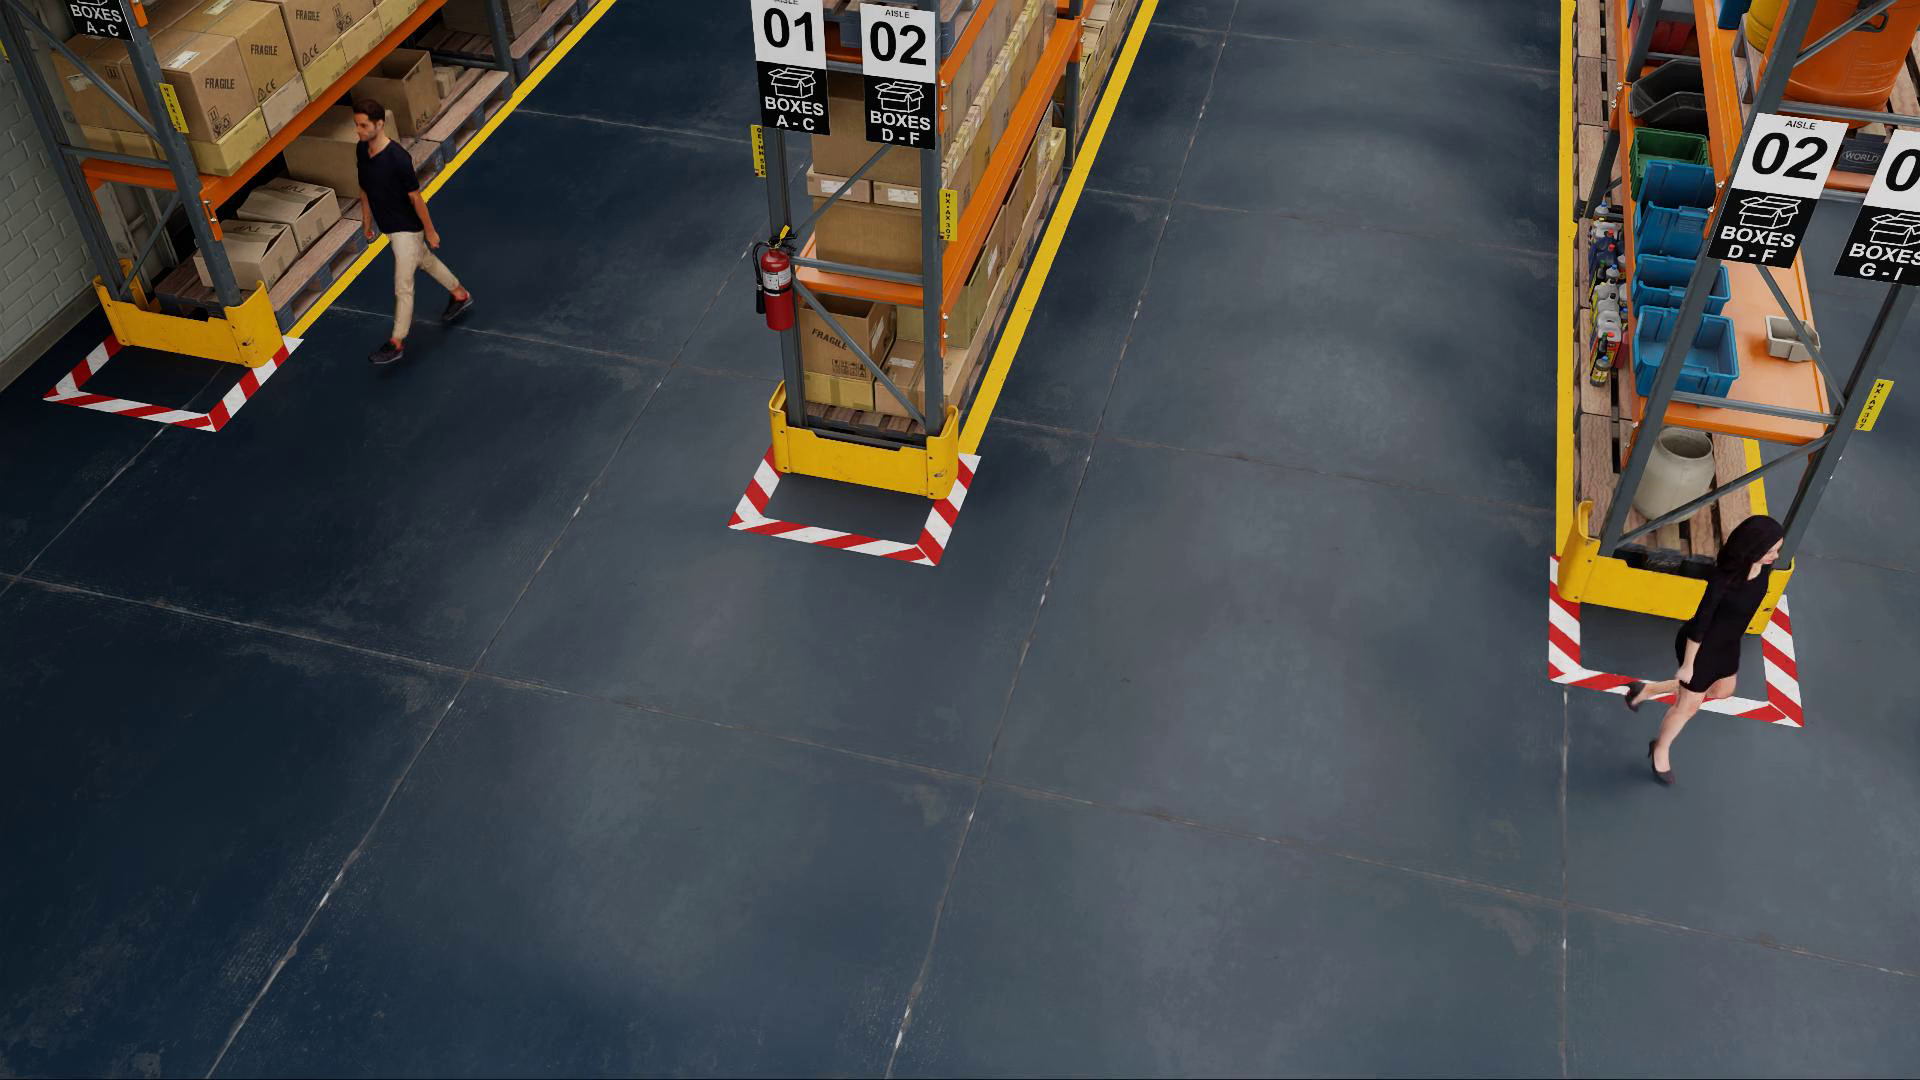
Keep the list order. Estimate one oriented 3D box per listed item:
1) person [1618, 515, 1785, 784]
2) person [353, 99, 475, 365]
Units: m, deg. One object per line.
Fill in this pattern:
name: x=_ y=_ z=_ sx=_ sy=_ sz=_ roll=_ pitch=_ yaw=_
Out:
person: x=3.711 y=0.502 z=8.397 sx=0.829 sy=1.785 sz=0.880 roll=-26 pitch=49 yaw=-25
person: x=-3.699 y=-2.143 z=11.212 sx=0.957 sy=1.809 sz=1.281 roll=26 pitch=49 yaw=25
